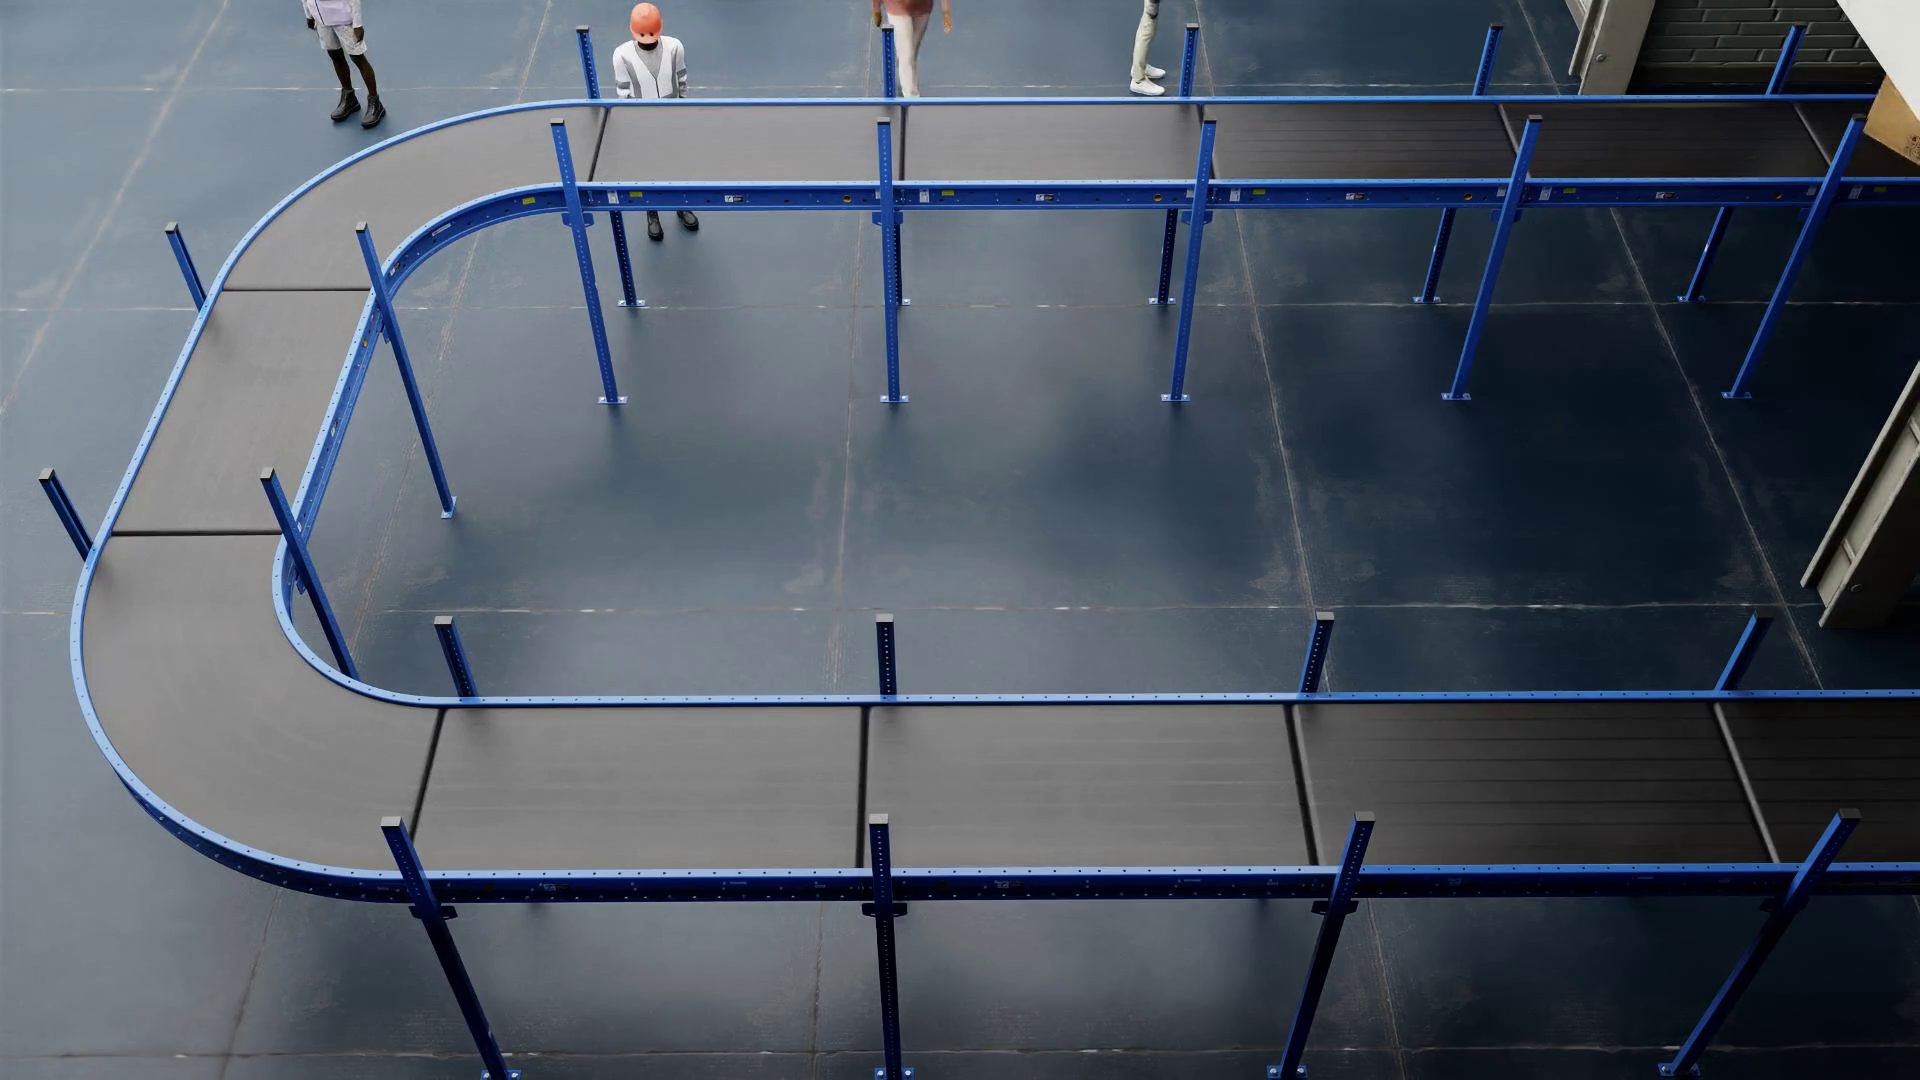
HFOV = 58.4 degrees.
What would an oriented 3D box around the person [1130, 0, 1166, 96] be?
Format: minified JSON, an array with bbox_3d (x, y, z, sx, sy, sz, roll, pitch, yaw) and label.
[{"bbox_3d":[1.634,-4.615,14.316,0.312,1.865,0.515,4,47,4],"label":"person"}]

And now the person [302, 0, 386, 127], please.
[{"bbox_3d":[-5.098,-4.261,13.930,0.552,1.937,0.356,16,49,14],"label":"person"}]

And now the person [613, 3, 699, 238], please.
[{"bbox_3d":[-2.261,-3.154,12.905,0.543,1.928,0.374,-18,50,-16],"label":"person"}]

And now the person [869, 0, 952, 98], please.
[{"bbox_3d":[-0.386,-4.336,14.006,0.619,1.958,0.896,-15,49,-13],"label":"person"}]
